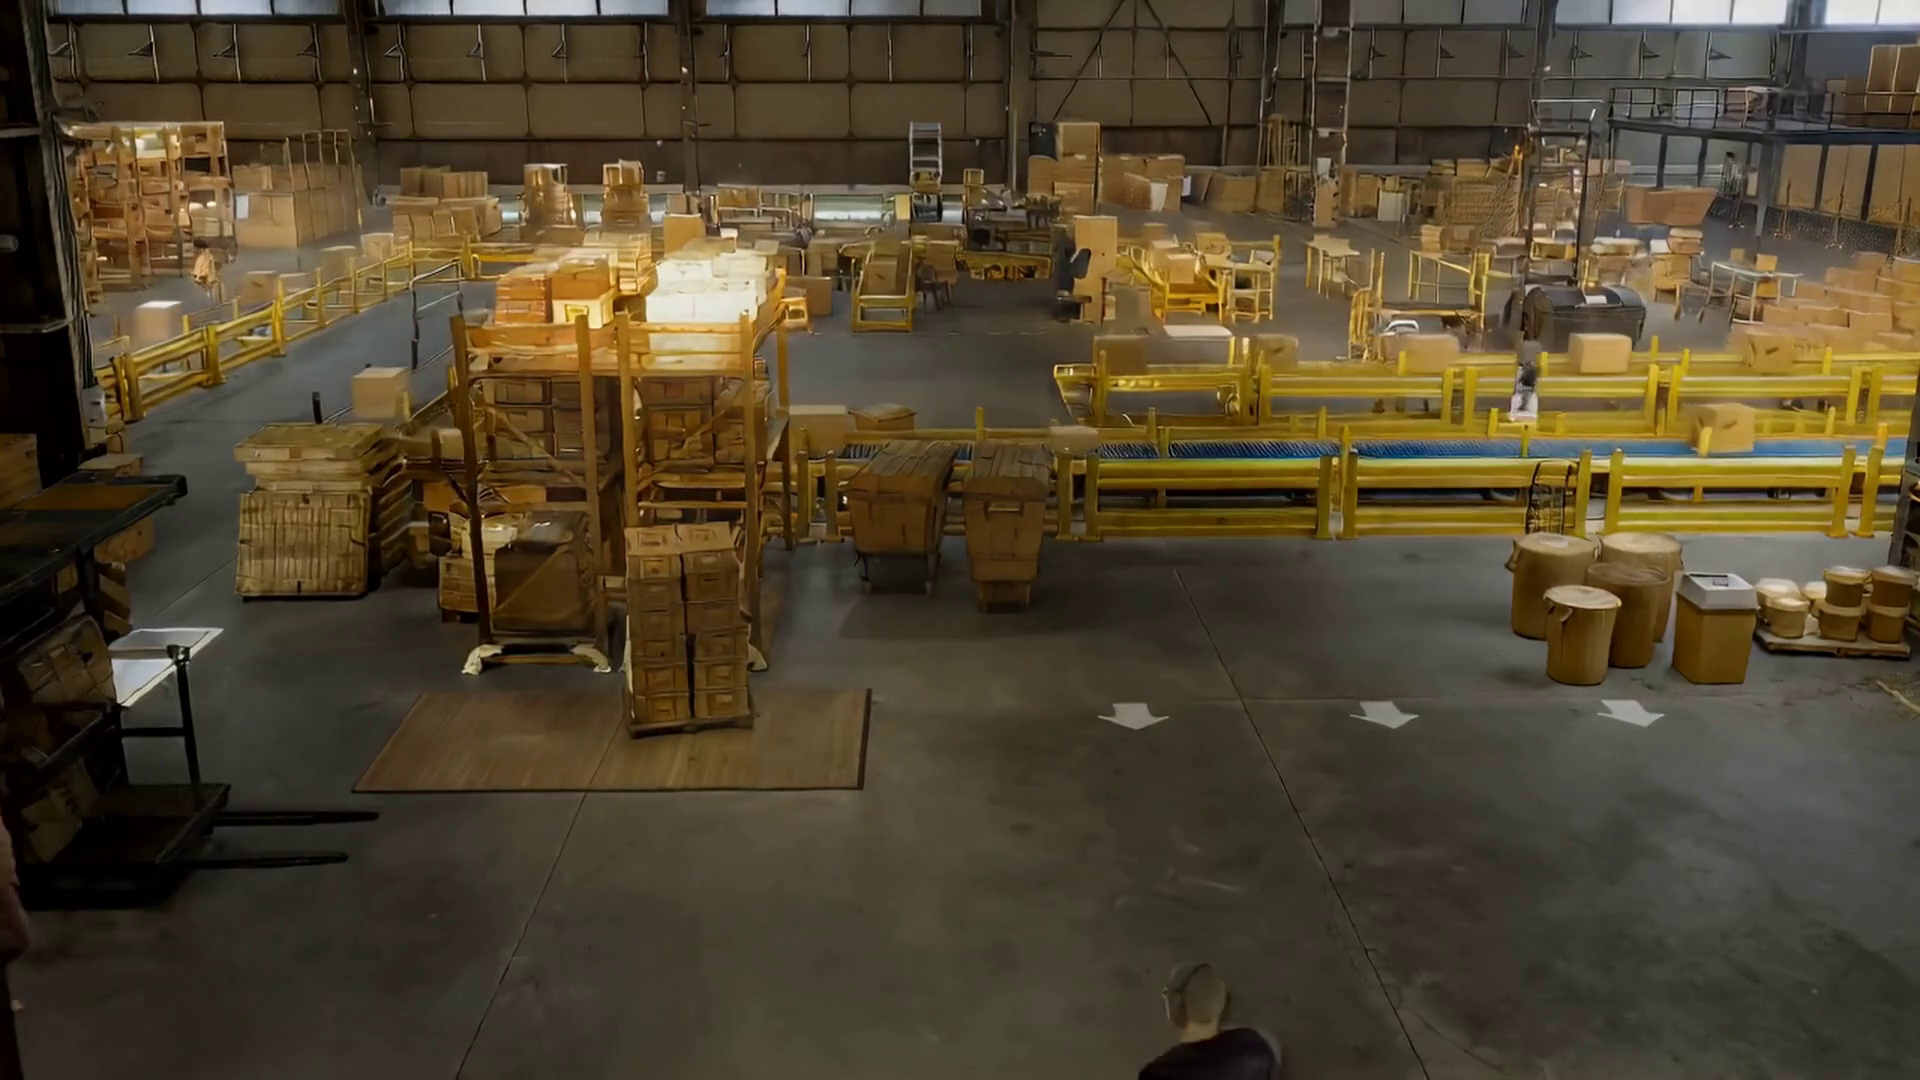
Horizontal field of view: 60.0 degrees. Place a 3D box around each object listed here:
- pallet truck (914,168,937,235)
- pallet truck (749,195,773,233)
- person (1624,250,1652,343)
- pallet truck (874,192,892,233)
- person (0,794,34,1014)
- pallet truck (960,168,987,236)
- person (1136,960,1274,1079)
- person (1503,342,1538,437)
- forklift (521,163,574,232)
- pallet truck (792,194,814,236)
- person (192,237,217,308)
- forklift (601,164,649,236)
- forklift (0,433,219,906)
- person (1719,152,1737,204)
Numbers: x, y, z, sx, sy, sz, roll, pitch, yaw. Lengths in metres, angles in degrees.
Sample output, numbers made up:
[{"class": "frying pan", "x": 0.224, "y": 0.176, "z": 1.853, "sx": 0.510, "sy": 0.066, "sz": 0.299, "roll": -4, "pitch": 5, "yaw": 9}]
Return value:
[{"class": "pallet truck", "x": -0.989, "y": -10.316, "z": 50.507, "sx": 0.823, "sy": 1.965, "sz": 1.885, "roll": 1, "pitch": 16, "yaw": 3}, {"class": "pallet truck", "x": -6.051, "y": -9.967, "z": 50.660, "sx": 0.680, "sy": 1.201, "sz": 1.601, "roll": 0, "pitch": 16, "yaw": -1}, {"class": "person", "x": 12.456, "y": -4.471, "z": 30.656, "sx": 0.550, "sy": 1.727, "sz": 0.758, "roll": 13, "pitch": 20, "yaw": 37}, {"class": "pallet truck", "x": -2.277, "y": -9.986, "z": 50.594, "sx": 0.653, "sy": 1.274, "sz": 1.630, "roll": 0, "pitch": 16, "yaw": -1}, {"class": "person", "x": -5.169, "y": 1.884, "z": 8.773, "sx": 0.344, "sy": 1.618, "sz": 0.519, "roll": 6, "pitch": 17, "yaw": 20}, {"class": "pallet truck", "x": 0.383, "y": -10.230, "z": 50.206, "sx": 0.823, "sy": 1.965, "sz": 1.885, "roll": -1, "pitch": 16, "yaw": -3}, {"class": "person", "x": 0.865, "y": 2.450, "z": 6.251, "sx": 0.646, "sy": 1.922, "sz": 0.457, "roll": -9, "pitch": 18, "yaw": -29}, {"class": "person", "x": 7.068, "y": -1.681, "z": 21.094, "sx": 0.858, "sy": 1.642, "sz": 0.549, "roll": 1, "pitch": 16, "yaw": 3}, {"class": "forklift", "x": -12.233, "y": -10.122, "z": 49.298, "sx": 1.157, "sy": 1.987, "sz": 2.680, "roll": 0, "pitch": 16, "yaw": -1}, {"class": "pallet truck", "x": -4.814, "y": -9.883, "z": 50.259, "sx": 0.704, "sy": 1.261, "sz": 1.522, "roll": -1, "pitch": 16, "yaw": -3}, {"class": "person", "x": -14.478, "y": -4.889, "z": 31.932, "sx": 0.403, "sy": 1.835, "sz": 0.588, "roll": -9, "pitch": 18, "yaw": -29}, {"class": "forklift", "x": -9.948, "y": -10.127, "z": 49.296, "sx": 1.157, "sy": 1.987, "sz": 2.680, "roll": -1, "pitch": 16, "yaw": -3}, {"class": "forklift", "x": -5.952, "y": 0.780, "z": 10.366, "sx": 1.873, "sy": 2.768, "sz": 1.129, "roll": 0, "pitch": 16, "yaw": -1}, {"class": "person", "x": 28.109, "y": -13.249, "z": 60.915, "sx": 0.606, "sy": 1.874, "sz": 0.551, "roll": 0, "pitch": 16, "yaw": 0}]
